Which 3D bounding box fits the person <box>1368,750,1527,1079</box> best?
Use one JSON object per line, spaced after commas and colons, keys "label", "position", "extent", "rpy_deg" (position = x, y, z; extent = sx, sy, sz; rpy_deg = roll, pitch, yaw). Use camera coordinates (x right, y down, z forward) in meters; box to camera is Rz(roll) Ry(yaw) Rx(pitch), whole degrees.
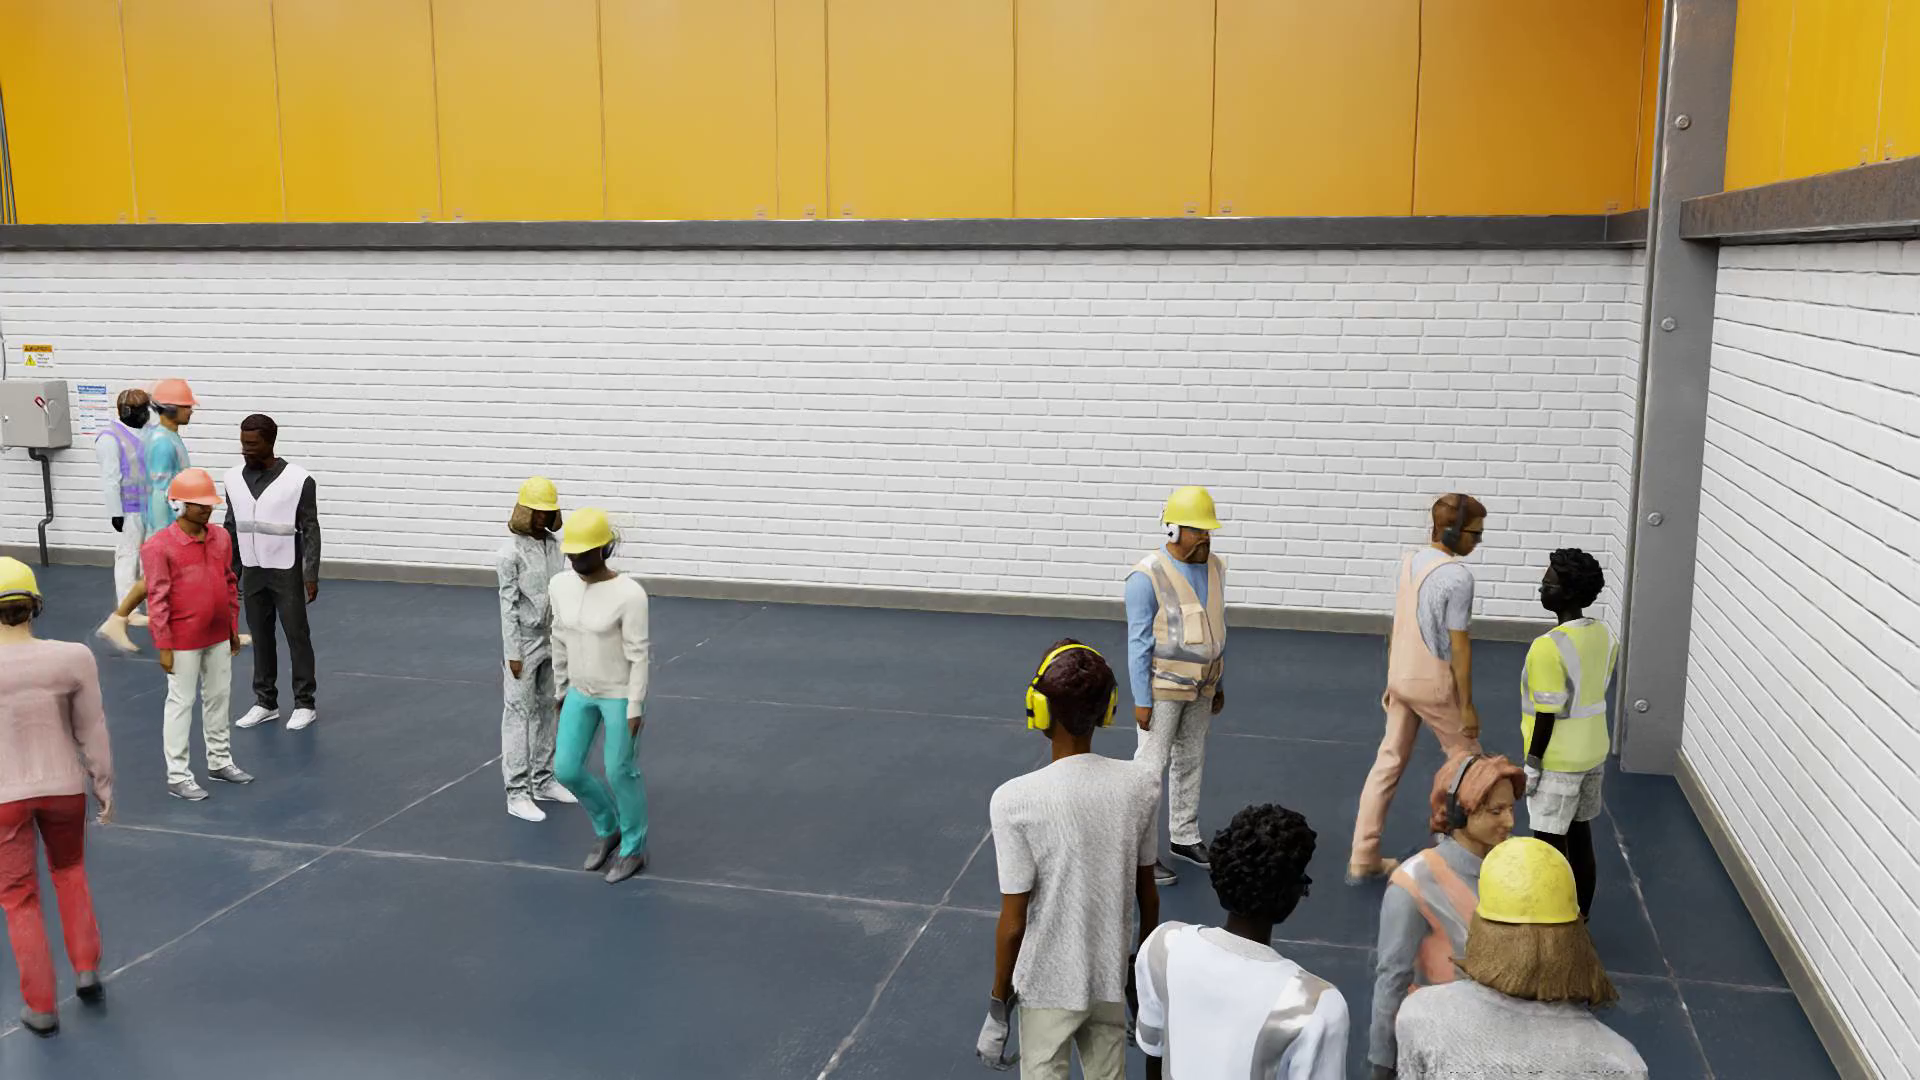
{"label": "person", "position": [1.288, 1.311, 4.349], "extent": [0.517, 1.601, 0.842], "rpy_deg": [-6, 12, -33]}

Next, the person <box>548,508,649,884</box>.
{"label": "person", "position": [-1.624, 0.703, 7.503], "extent": [0.550, 1.745, 0.439], "rpy_deg": [4, 11, 24]}

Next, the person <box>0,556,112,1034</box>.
{"label": "person", "position": [-3.427, 0.936, 6.119], "extent": [0.540, 1.750, 0.434], "rpy_deg": [-9, 13, -42]}

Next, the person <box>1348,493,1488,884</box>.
{"label": "person", "position": [2.131, 0.684, 7.449], "extent": [0.738, 1.800, 0.574], "rpy_deg": [-3, 10, -19]}

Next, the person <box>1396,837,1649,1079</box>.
{"label": "person", "position": [1.106, 1.427, 3.344], "extent": [0.483, 1.715, 0.583], "rpy_deg": [5, 11, 27]}

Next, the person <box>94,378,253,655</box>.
{"label": "person", "position": [-5.670, -0.160, 11.853], "extent": [1.027, 2.005, 0.619], "rpy_deg": [-5, 11, -25]}

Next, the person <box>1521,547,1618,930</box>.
{"label": "person", "position": [2.409, 0.868, 6.664], "extent": [0.538, 1.700, 0.317], "rpy_deg": [-9, 13, -44]}

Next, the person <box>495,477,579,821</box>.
{"label": "person", "position": [-2.141, 0.539, 8.482], "extent": [0.313, 1.740, 0.486], "rpy_deg": [4, 11, 24]}

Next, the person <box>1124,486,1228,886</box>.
{"label": "person", "position": [1.004, 0.652, 7.589], "extent": [0.591, 1.823, 0.404], "rpy_deg": [-8, 13, -39]}

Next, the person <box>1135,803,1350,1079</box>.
{"label": "person", "position": [0.602, 1.395, 3.606], "extent": [0.539, 1.686, 0.320], "rpy_deg": [9, 13, 43]}

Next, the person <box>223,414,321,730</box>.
{"label": "person", "position": [-4.138, 0.187, 10.039], "extent": [0.597, 1.915, 0.369], "rpy_deg": [2, 10, 10]}

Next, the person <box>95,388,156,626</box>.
{"label": "person", "position": [-6.371, -0.259, 12.914], "extent": [0.429, 1.835, 0.629], "rpy_deg": [2, 10, 13]}

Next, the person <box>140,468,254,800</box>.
{"label": "person", "position": [-4.010, 0.486, 8.788], "extent": [0.351, 1.743, 0.571], "rpy_deg": [4, 10, 21]}

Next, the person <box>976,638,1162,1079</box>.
{"label": "person", "position": [0.287, 1.179, 4.335], "extent": [0.532, 1.869, 0.311], "rpy_deg": [-5, 11, -27]}
